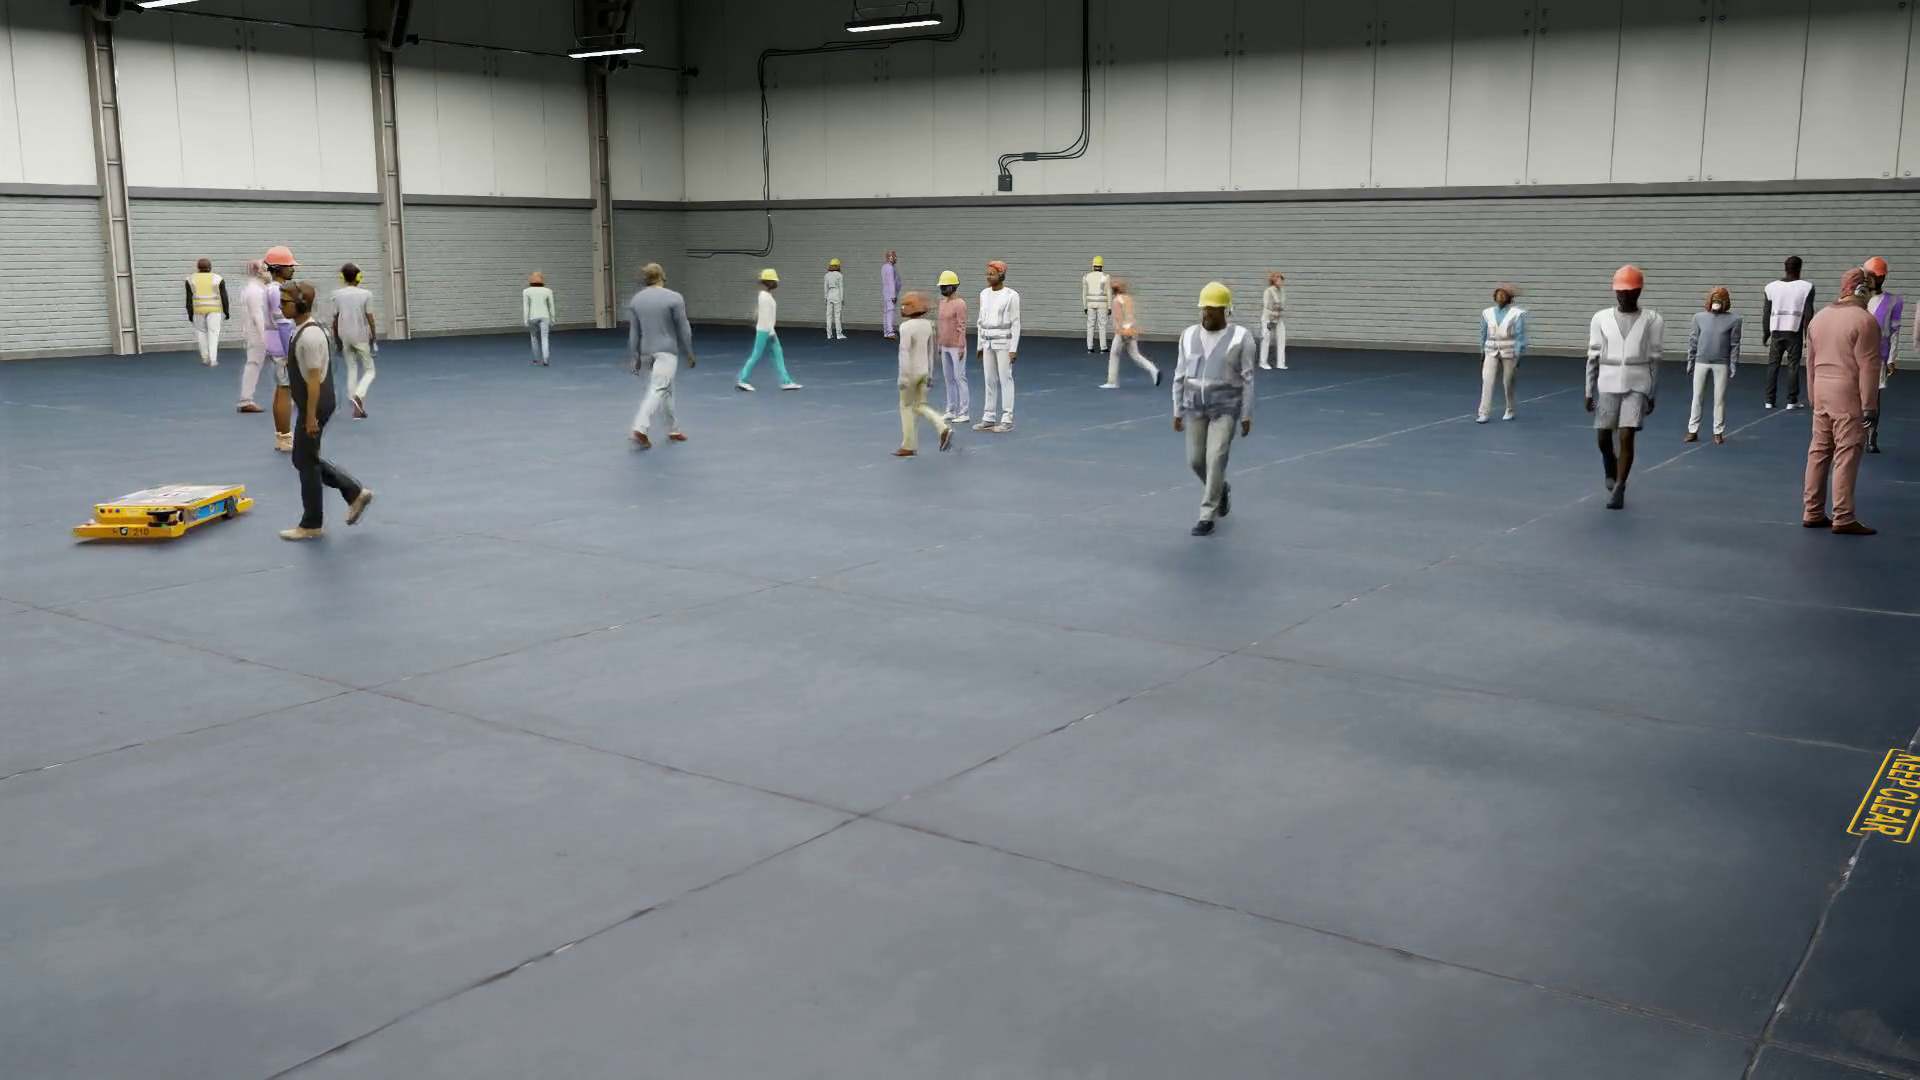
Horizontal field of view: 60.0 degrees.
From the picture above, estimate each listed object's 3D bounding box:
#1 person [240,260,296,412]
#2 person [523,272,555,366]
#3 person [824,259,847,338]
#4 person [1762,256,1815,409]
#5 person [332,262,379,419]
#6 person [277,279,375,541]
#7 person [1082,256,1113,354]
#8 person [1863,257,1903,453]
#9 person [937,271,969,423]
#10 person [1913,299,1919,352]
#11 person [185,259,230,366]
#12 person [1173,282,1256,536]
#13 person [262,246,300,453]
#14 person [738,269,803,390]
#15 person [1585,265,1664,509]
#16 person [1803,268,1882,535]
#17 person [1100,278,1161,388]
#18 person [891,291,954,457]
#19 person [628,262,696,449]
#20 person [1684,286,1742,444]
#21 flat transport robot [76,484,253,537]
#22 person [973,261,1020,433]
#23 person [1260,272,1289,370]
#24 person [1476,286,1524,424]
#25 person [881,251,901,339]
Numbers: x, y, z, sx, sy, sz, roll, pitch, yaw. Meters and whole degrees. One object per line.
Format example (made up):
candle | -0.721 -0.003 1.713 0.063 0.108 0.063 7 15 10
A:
person | -8.445 -2.501 20.467 0.968 1.862 0.676 -2 10 -11
person | -7.184 -3.778 28.402 0.517 1.594 0.849 -3 11 -18
person | -2.734 -5.276 36.389 0.485 1.739 0.314 6 12 30
person | 10.411 -2.607 20.938 0.606 1.915 0.396 9 13 40
person | -7.116 -2.322 19.523 0.541 1.858 0.517 1 10 4
person | -4.503 -0.909 11.667 0.559 1.830 0.540 -4 11 -23
person | 2.605 -4.422 31.330 0.599 1.835 0.404 5 11 27
person | 9.023 -1.832 16.542 0.545 1.938 0.355 5 11 26
person | -0.108 -2.245 19.366 0.350 1.759 0.522 -7 12 -33
person | 12.167 -2.490 20.710 0.550 1.753 0.393 7 12 32
person | -12.882 -3.907 28.538 0.640 1.806 0.899 -2 10 -13
person | 1.846 -0.966 12.050 0.603 1.809 0.758 6 12 30
person | -6.706 -1.885 16.542 0.374 2.044 0.607 -6 12 -30
person | -2.728 -2.954 23.439 0.917 1.724 0.546 1 10 5
person | 5.262 -1.220 13.197 0.544 1.917 0.693 5 11 27
person | 6.373 -0.995 11.960 0.407 1.902 0.639 -2 10 -11
person | 2.431 -2.934 23.686 0.819 1.593 0.531 6 12 28
person | -0.390 -1.594 16.106 0.564 1.617 0.505 6 12 30
person | -3.125 -1.880 17.002 0.641 1.900 0.986 6 12 29
person | 7.839 -1.820 17.330 0.499 1.632 0.283 6 12 31
flat transport robot | -5.817 -0.230 12.234 0.652 0.197 1.431 0 10 -1
person | 0.407 -2.123 18.323 0.573 1.883 0.357 10 14 44
person | 5.150 -3.575 27.238 0.530 1.588 0.702 -6 12 -32
person | 6.306 -2.159 19.355 0.528 1.586 0.875 7 12 33
person | -1.481 -5.306 36.076 0.408 1.913 0.641 -3 11 -16
